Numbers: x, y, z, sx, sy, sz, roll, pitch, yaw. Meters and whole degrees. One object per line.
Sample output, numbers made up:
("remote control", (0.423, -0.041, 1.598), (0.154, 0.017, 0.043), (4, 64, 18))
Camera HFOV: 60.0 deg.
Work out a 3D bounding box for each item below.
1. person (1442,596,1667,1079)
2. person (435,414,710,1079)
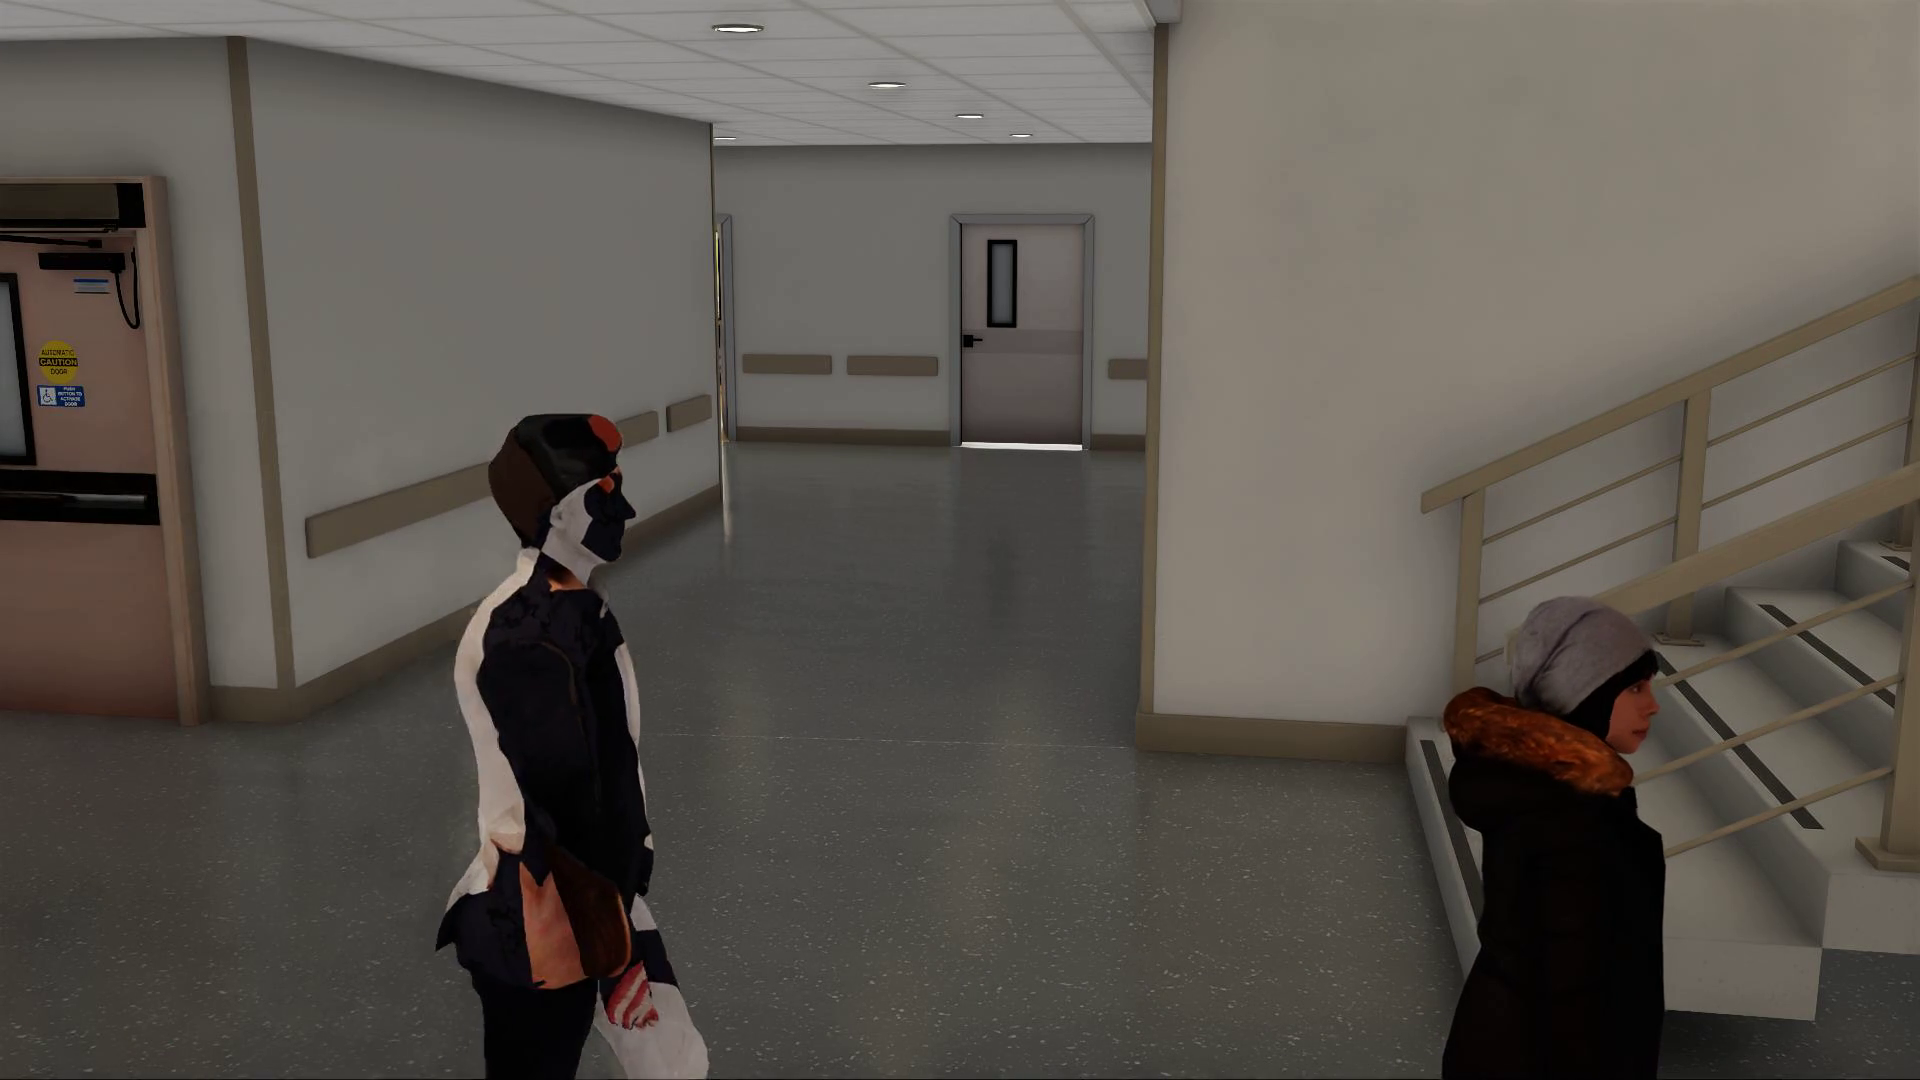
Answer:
("person", (0.967, 0.892, 2.766), (0.579, 1.635, 0.614), (1, 11, 8))
("person", (-0.827, 0.716, 3.062), (0.970, 1.870, 0.764), (0, 11, 2))
